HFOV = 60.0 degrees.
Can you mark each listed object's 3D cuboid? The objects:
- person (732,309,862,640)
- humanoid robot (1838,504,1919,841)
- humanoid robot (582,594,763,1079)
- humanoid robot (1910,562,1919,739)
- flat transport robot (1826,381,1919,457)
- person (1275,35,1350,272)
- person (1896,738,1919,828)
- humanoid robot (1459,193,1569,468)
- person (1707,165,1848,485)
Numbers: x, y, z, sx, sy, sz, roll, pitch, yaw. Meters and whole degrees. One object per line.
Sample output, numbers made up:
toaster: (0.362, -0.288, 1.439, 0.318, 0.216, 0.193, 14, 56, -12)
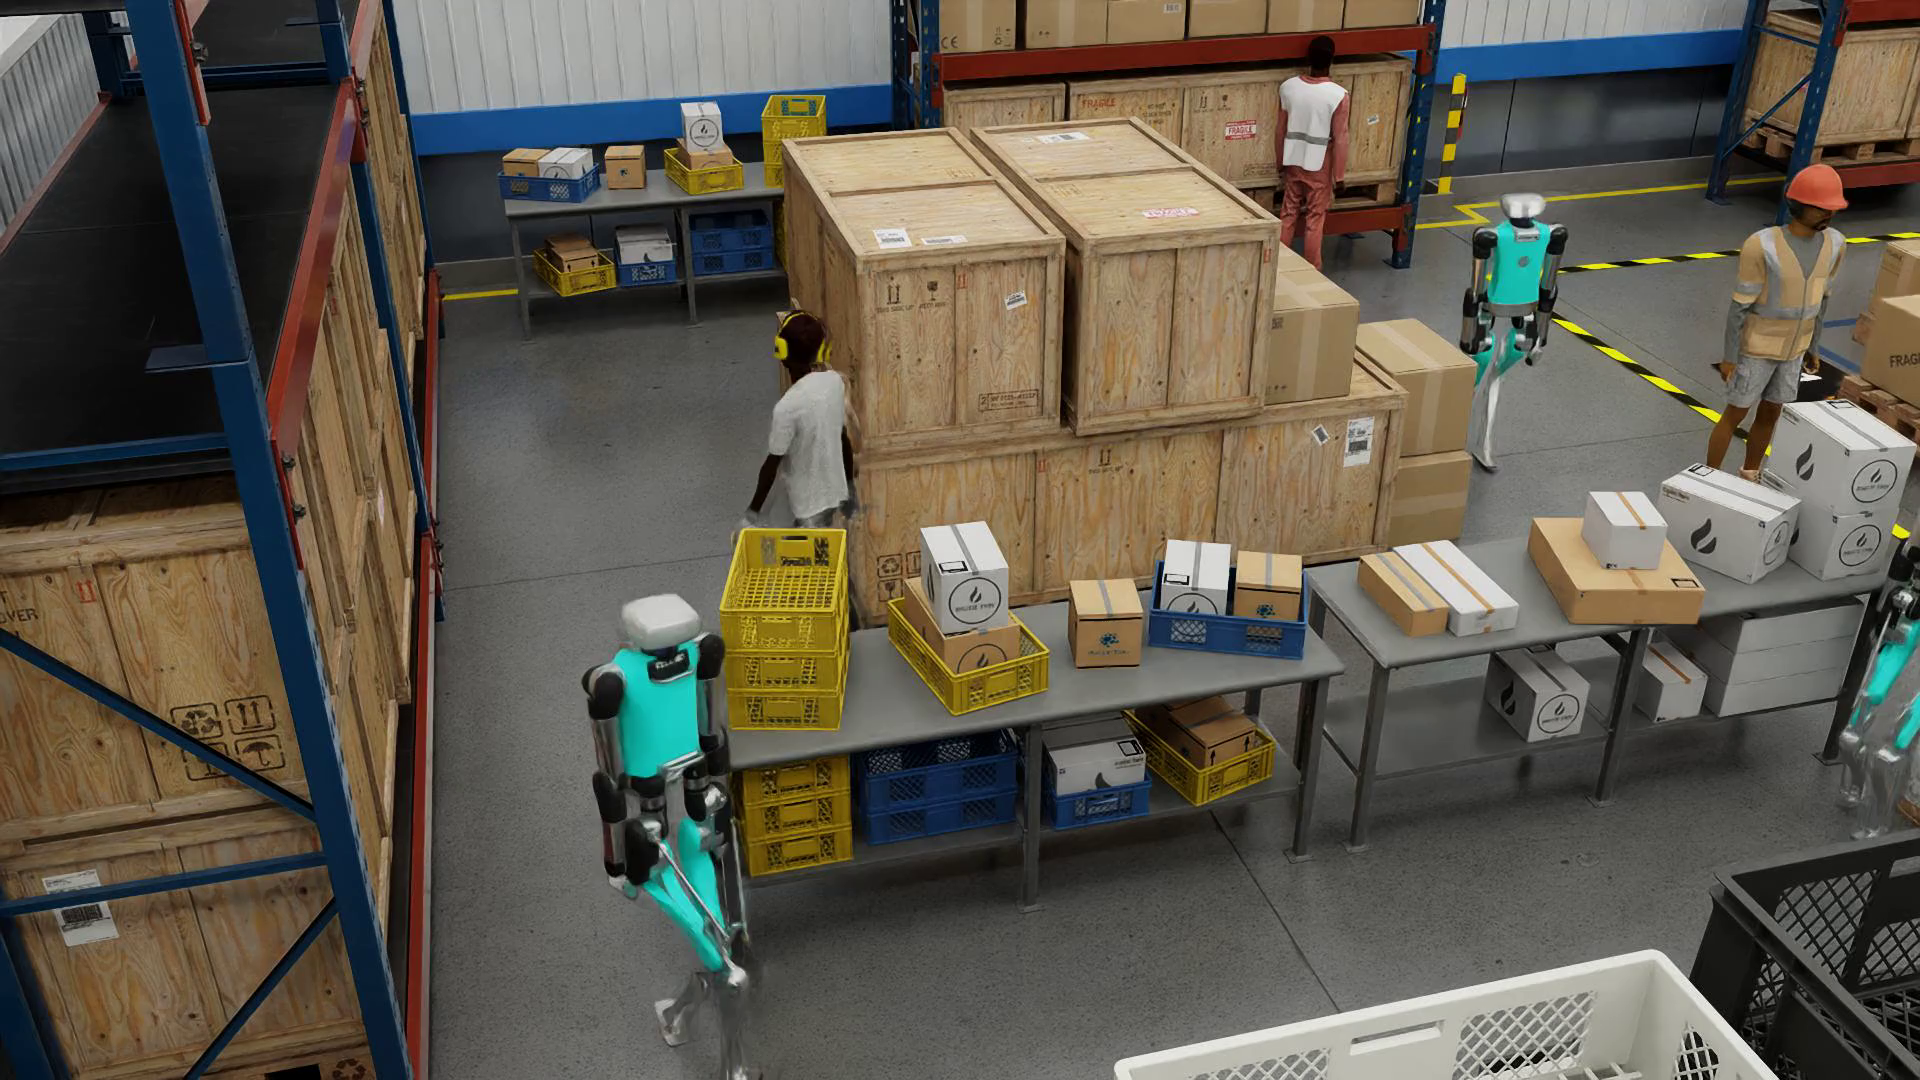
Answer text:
person: (-0.814, -0.161, 7.791, 0.899, 1.825, 0.621, 10, 30, 17)
humanoid robot: (3.872, 0.469, 6.768, 0.805, 1.794, 0.533, -18, 34, -30)
humanoid robot: (-0.827, 1.117, 5.601, 0.583, 1.789, 0.909, -22, 36, -34)
humanoid robot: (4.519, 0.223, 7.256, 0.547, 1.830, 0.827, -9, 30, -17)
flat transport robot: (6.134, -0.653, 10.273, 0.652, 0.197, 1.431, -7, 30, -13)
person: (2.627, -2.805, 12.495, 0.595, 1.921, 0.383, 24, 37, 36)
person: (4.286, 0.393, 6.786, 0.629, 1.835, 0.429, -14, 32, -24)
humanoid robot: (3.146, -1.208, 9.908, 0.548, 1.902, 0.748, -2, 29, -3)
person: (4.523, -1.071, 9.223, 0.613, 2.042, 0.372, -6, 29, -11)
